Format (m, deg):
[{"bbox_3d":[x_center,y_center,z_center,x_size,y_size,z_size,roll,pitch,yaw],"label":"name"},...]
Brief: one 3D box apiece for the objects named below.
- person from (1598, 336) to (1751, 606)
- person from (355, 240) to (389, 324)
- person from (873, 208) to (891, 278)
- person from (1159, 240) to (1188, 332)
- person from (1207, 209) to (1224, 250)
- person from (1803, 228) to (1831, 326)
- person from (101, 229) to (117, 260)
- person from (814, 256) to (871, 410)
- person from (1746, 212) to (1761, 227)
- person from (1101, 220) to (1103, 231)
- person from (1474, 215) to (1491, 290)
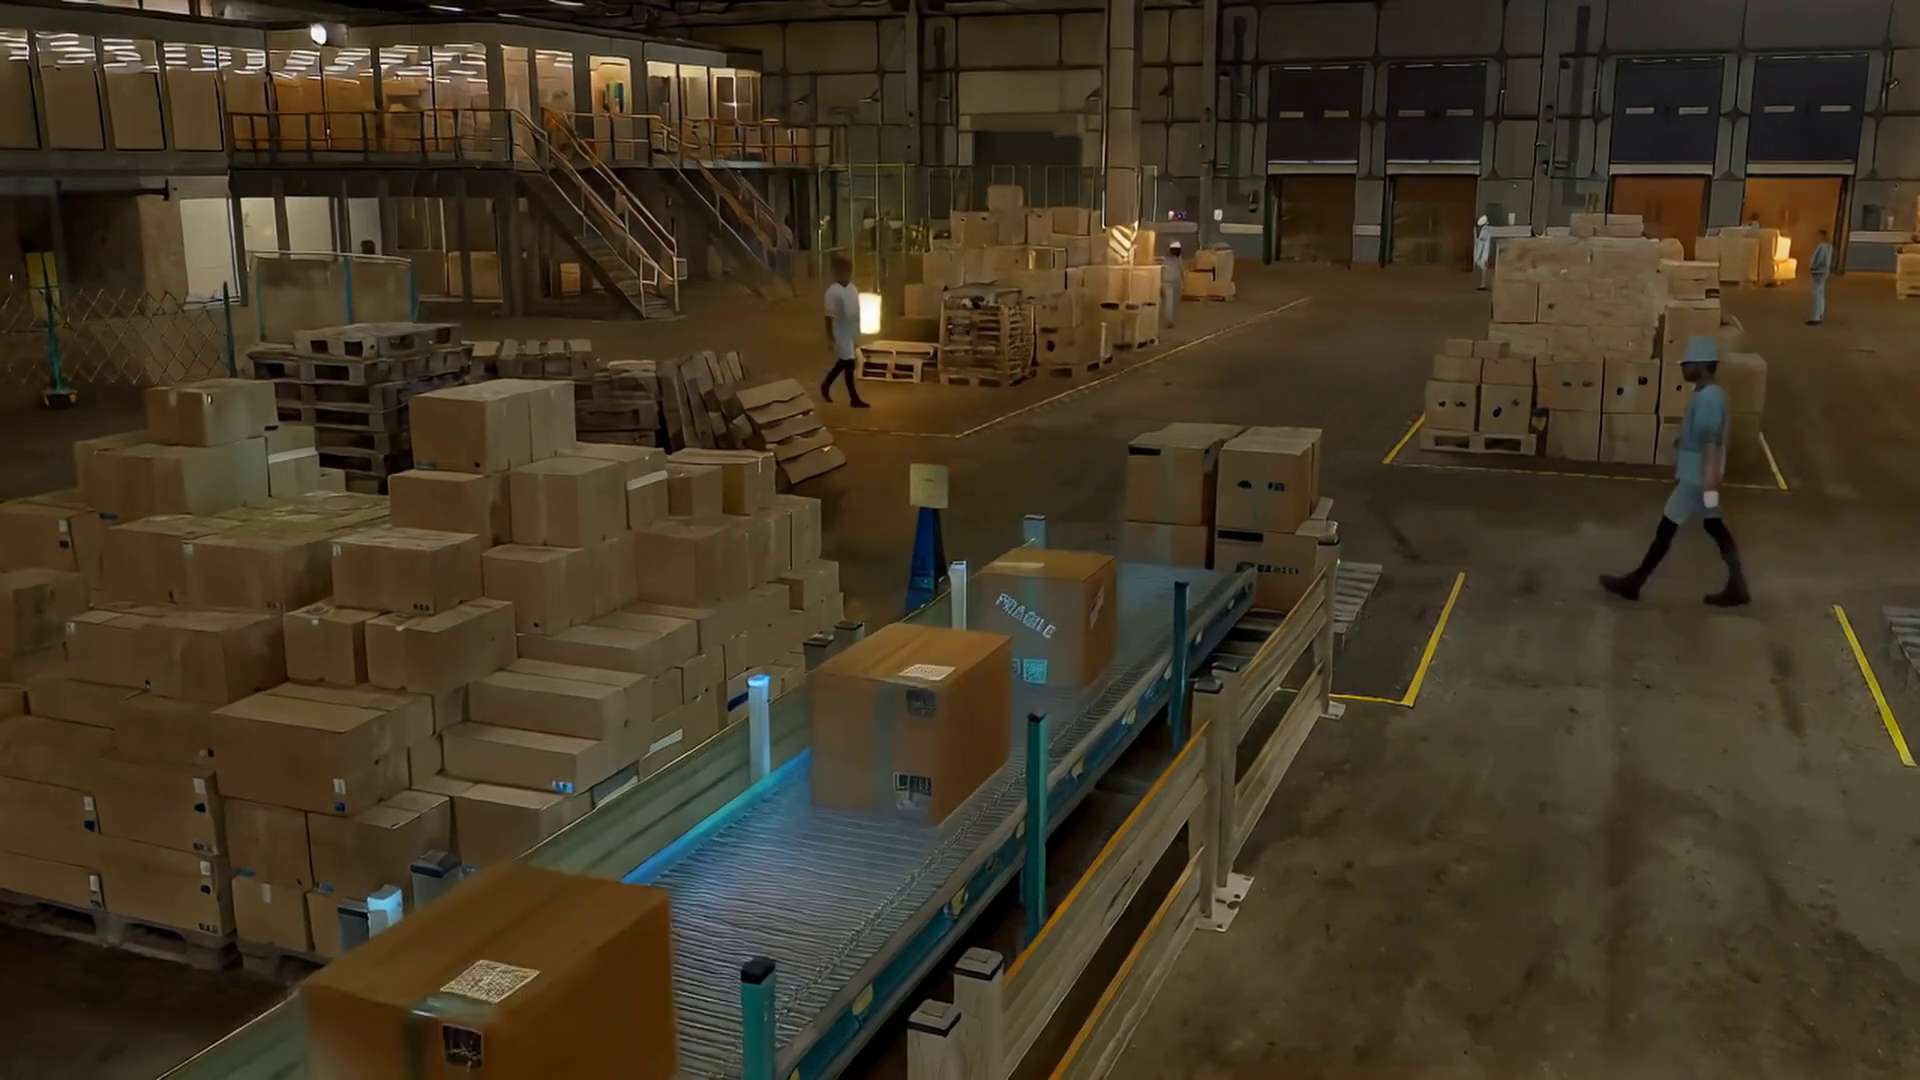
[{"bbox_3d":[5.071,-0.473,11.551,1.019,1.882,0.565,5,14,23],"label":"person"},{"bbox_3d":[-9.728,-4.041,27.619,1.016,1.871,0.611,10,16,37],"label":"person"},{"bbox_3d":[-2.205,-8.332,46.706,0.542,1.931,0.376,4,13,16],"label":"person"},{"bbox_3d":[3.997,-4.793,31.361,0.496,1.696,0.891,-4,13,-18],"label":"person"},{"bbox_3d":[7.335,-8.571,47.908,1.023,1.880,0.716,2,13,9],"label":"person"},{"bbox_3d":[16.671,-5.090,32.265,0.356,1.887,0.573,5,14,22],"label":"person"},{"bbox_3d":[-22.179,-7.567,43.463,0.533,1.848,0.677,3,13,12],"label":"person"},{"bbox_3d":[-1.525,-2.645,21.177,0.880,1.941,0.606,7,14,28],"label":"person"},{"bbox_3d":[21.801,-8.066,45.717,0.429,1.844,0.625,2,13,9],"label":"person"},{"bbox_3d":[4.573,-9.541,52.474,0.993,1.779,0.624,6,14,24],"label":"person"},{"bbox_3d":[13.247,-7.268,42.089,0.329,1.865,0.513,9,16,36],"label":"person"}]
